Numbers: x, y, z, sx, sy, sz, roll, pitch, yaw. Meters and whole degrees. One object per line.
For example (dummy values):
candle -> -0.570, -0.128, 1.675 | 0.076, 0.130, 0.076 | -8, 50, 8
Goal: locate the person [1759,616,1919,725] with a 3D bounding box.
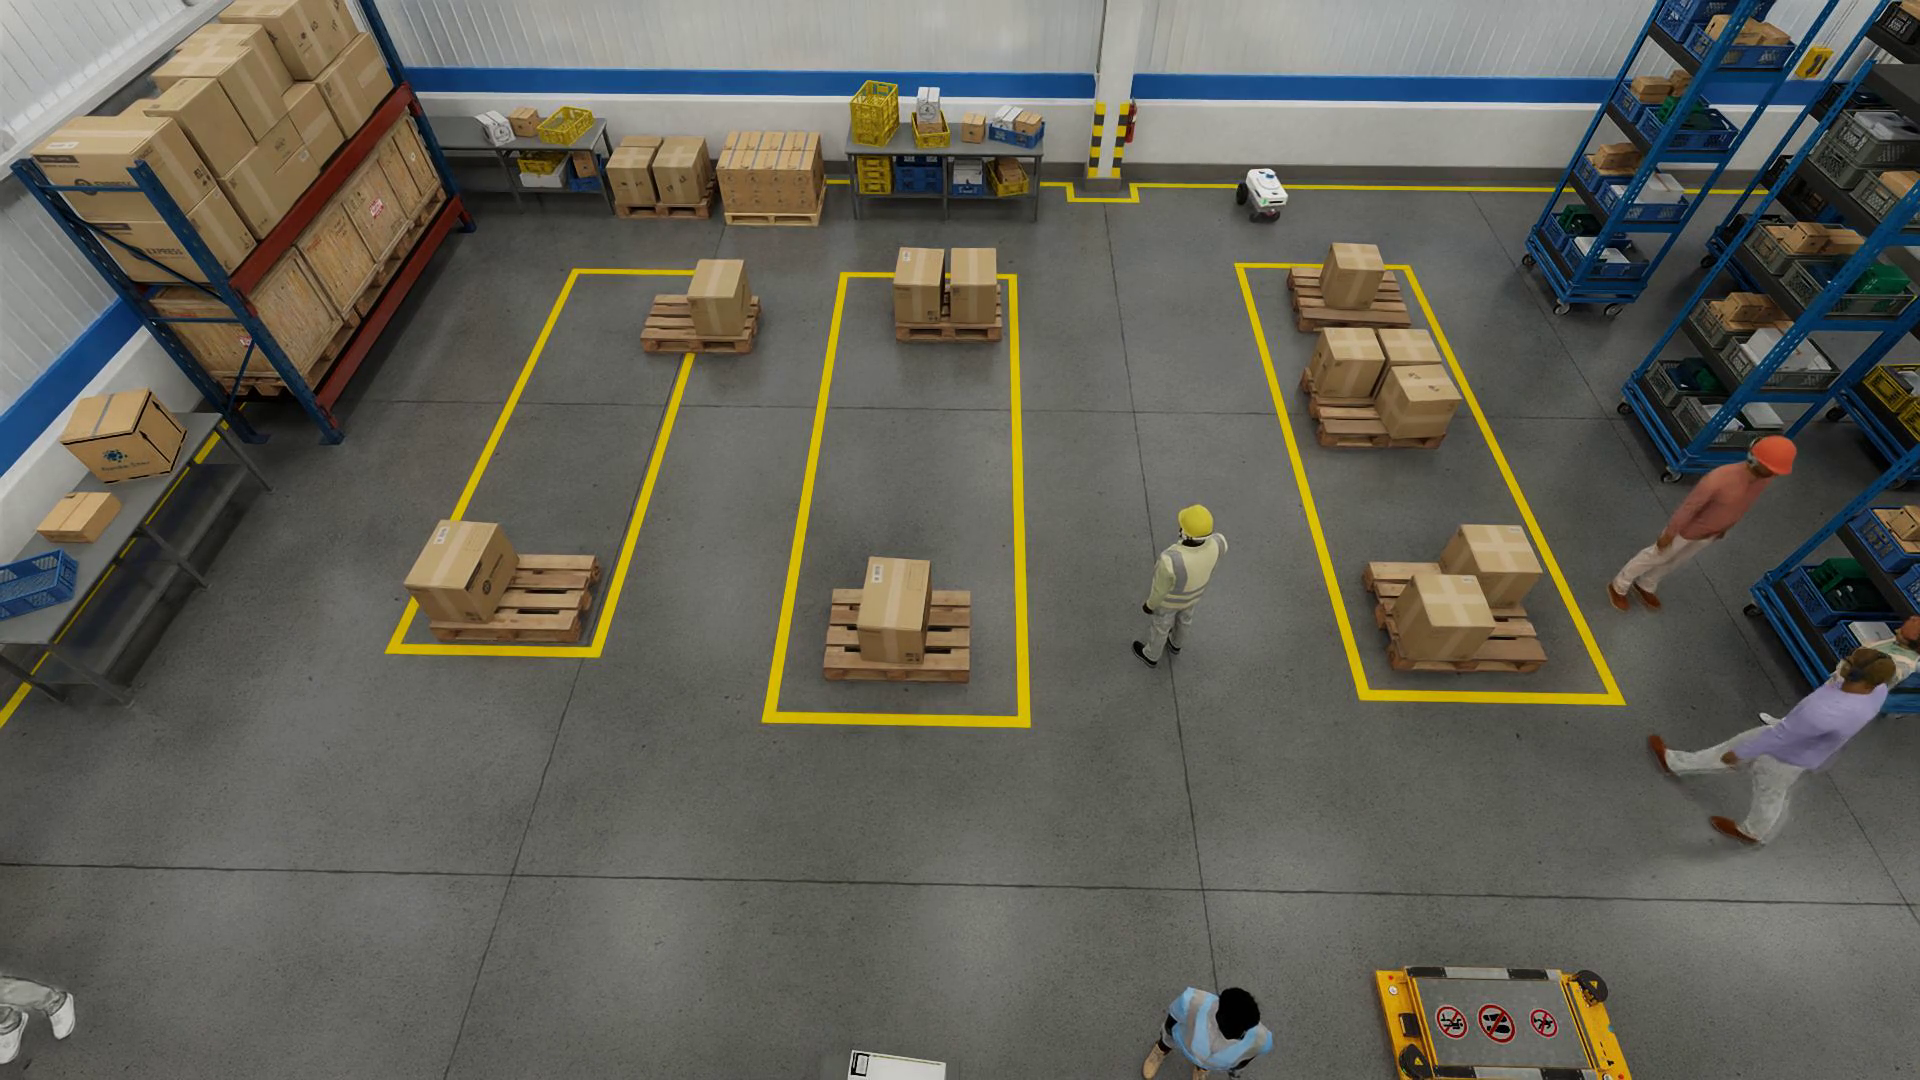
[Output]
person -> 6.480, 1.092, 6.700 | 0.513, 1.640, 0.309 | -36, 59, -26

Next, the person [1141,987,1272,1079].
person -> 1.395, 2.863, 5.219 | 0.535, 1.700, 0.318 | 20, 54, 16

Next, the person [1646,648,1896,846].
person -> 5.650, 1.383, 6.317 | 0.717, 1.875, 0.983 | -24, 55, -18

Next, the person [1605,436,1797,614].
person -> 6.011, -0.106, 7.453 | 0.617, 1.993, 0.392 | -10, 51, -8

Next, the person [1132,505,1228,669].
person -> 1.696, 0.373, 7.163 | 0.600, 1.832, 0.404 | -23, 55, -18

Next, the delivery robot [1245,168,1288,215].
delivery robot -> 3.995, -4.566, 11.950 | 0.477, 0.478, 0.707 | -6, 51, -5

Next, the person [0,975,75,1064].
person -> -6.058, 2.587, 5.312 | 0.581, 1.910, 0.394 | -19, 53, -15

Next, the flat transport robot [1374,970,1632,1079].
flat transport robot -> 3.501, 3.133, 5.914 | 1.431, 0.197, 0.652 | 1, 51, 1
